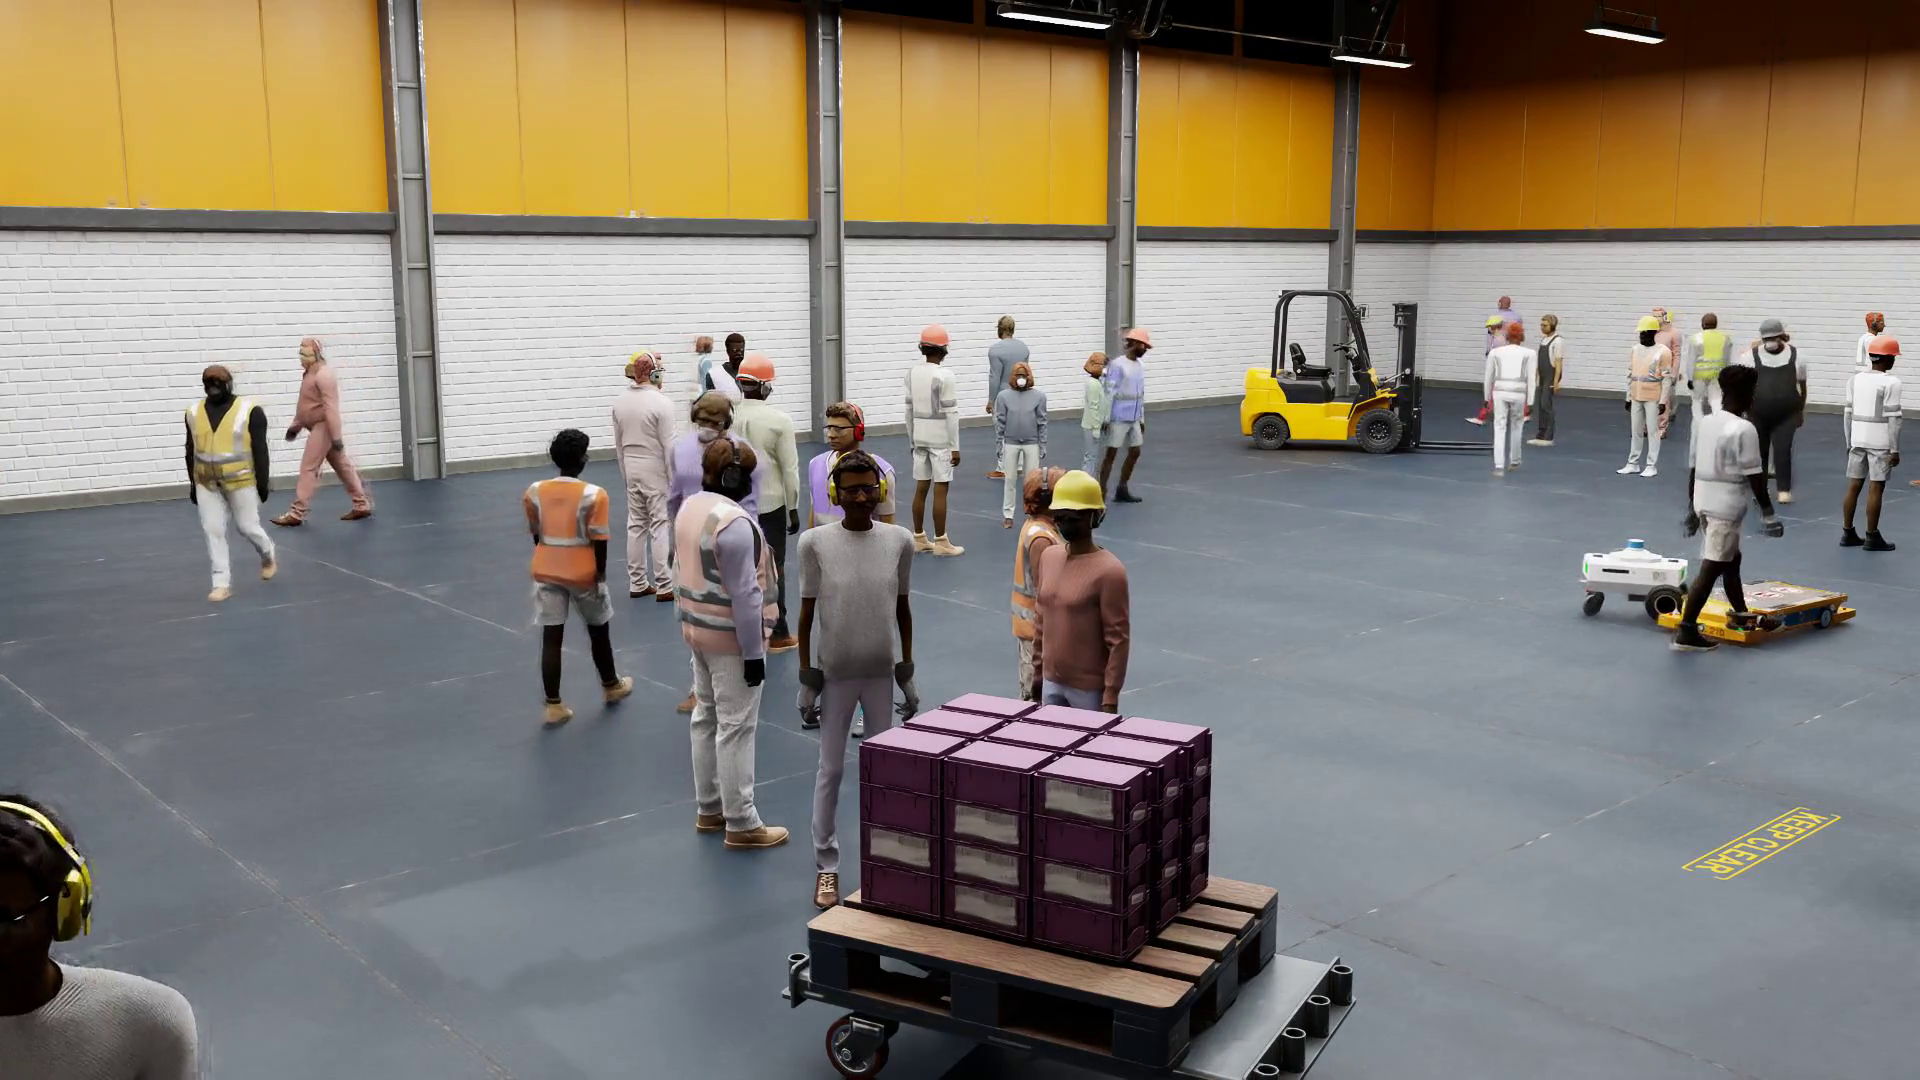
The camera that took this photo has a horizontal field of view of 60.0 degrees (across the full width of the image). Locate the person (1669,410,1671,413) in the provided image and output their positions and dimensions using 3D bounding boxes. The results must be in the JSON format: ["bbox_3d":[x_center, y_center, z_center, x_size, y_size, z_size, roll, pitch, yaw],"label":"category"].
[{"bbox_3d":[11.751,-2.968,27.922,0.318,1.697,0.535,-8,13,-41],"label":"person"}]

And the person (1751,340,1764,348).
[{"bbox_3d":[9.614,-1.584,19.998,0.311,1.636,0.521,5,11,25],"label":"person"}]

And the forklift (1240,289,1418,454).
[{"bbox_3d":[5.034,-2.339,22.783,2.313,2.155,1.214,3,10,16],"label":"forklift"}]

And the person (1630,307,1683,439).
[{"bbox_3d":[10.048,-2.409,24.040,0.403,1.906,0.651,-9,13,-42],"label":"person"}]

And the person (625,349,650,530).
[{"bbox_3d":[-3.070,-0.968,16.079,0.298,1.744,0.486,0,10,-3],"label":"person"}]

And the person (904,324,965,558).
[{"bbox_3d":[-0.214,-0.866,14.601,0.373,2.043,0.615,-9,13,-43],"label":"person"}]

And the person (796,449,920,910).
[{"bbox_3d":[-0.414,0.560,6.761,0.512,1.872,0.328,-3,10,-18],"label":"person"}]

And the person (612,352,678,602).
[{"bbox_3d":[-2.349,-0.480,12.742,0.643,1.909,0.410,7,12,36],"label":"person"}]

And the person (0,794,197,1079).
[{"bbox_3d":[-1.411,1.287,2.540,0.562,1.854,0.450,-2,10,-11],"label":"person"}]

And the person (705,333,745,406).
[{"bbox_3d":[-2.131,-1.000,15.756,0.597,1.915,0.372,-7,12,-34],"label":"person"}]

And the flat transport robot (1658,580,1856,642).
[{"bbox_3d":[5.688,0.491,11.838,1.431,0.197,0.652,-7,12,-34],"label":"flat transport robot"}]

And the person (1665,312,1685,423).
[{"bbox_3d":[11.062,-2.696,26.058,0.623,1.798,0.851,9,13,43],"label":"person"}]

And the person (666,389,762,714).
[{"bbox_3d":[-1.389,0.050,9.707,0.664,1.895,0.634,5,11,29],"label":"person"}]

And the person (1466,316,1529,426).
[{"bbox_3d":[8.406,-2.610,25.794,0.926,1.715,0.564,4,10,21],"label":"person"}]

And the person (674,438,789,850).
[{"bbox_3d":[-1.026,0.459,7.455,0.429,1.839,0.623,-6,11,-32],"label":"person"}]

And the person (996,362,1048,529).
[{"bbox_3d":[0.597,-0.912,16.101,0.504,1.628,0.279,1,10,5],"label":"person"}]

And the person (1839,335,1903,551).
[{"bbox_3d":[8.217,-0.872,14.945,0.356,1.936,0.551,-4,10,-20],"label":"person"}]

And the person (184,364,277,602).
[{"bbox_3d":[-5.664,-0.466,12.934,0.633,1.819,0.740,0,10,0],"label":"person"}]

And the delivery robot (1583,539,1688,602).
[{"bbox_3d":[4.954,0.238,12.215,0.707,0.478,0.477,4,11,24],"label":"delivery robot"}]

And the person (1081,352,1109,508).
[{"bbox_3d":[1.419,-1.157,17.505,0.285,1.632,0.499,1,10,5],"label":"person"}]

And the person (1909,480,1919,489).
[{"bbox_3d":[11.047,-1.517,18.738,0.371,1.933,0.627,2,10,14],"label":"person"}]

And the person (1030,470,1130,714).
[{"bbox_3d":[0.473,0.591,6.877,0.304,1.770,0.533,-7,12,-36],"label":"person"}]

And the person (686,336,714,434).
[{"bbox_3d":[-3.211,-1.816,21.426,0.797,1.604,0.509,-6,12,-33],"label":"person"}]

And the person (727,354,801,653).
[{"bbox_3d":[-1.345,-0.237,11.062,0.621,1.994,0.381,3,10,17],"label":"person"}]

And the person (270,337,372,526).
[{"bbox_3d":[-6.289,-1.065,16.341,0.965,1.849,0.655,-4,11,-24],"label":"person"}]

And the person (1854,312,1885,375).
[{"bbox_3d":[12.269,-2.126,22.453,0.356,1.883,0.573,3,10,16],"label":"person"}]

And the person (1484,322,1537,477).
[{"bbox_3d":[6.638,-1.704,20.107,0.607,1.825,1.000,4,11,24],"label":"person"}]

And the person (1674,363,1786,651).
[{"bbox_3d":[5.208,-0.209,11.105,0.863,1.925,0.614,0,10,-2],"label":"person"}]

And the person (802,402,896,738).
[{"bbox_3d":[-0.604,0.155,9.196,0.563,1.847,0.390,6,11,31],"label":"person"}]

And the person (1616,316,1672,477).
[{"bbox_3d":[8.213,-1.716,19.916,0.384,1.928,0.589,-5,11,-26],"label":"person"}]

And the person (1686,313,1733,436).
[{"bbox_3d":[10.802,-2.356,23.955,0.644,1.825,0.725,1,10,5],"label":"person"}]

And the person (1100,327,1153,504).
[{"bbox_3d":[1.696,-1.291,17.591,0.746,1.896,0.447,-9,13,-44],"label":"person"}]

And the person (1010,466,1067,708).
[{"bbox_3d":[0.398,0.461,8.008,0.310,1.642,0.514,0,10,-3],"label":"person"}]

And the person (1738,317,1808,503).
[{"bbox_3d":[8.630,-1.400,17.736,0.706,2.000,0.662,4,11,24],"label":"person"}]

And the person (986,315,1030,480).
[{"bbox_3d":[0.549,-1.677,19.659,0.373,1.940,0.628,9,13,43],"label":"person"}]

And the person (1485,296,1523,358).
[{"bbox_3d":[10.010,-3.542,30.674,0.652,1.904,0.403,0,10,-3],"label":"person"}]

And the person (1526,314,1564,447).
[{"bbox_3d":[8.133,-2.214,23.110,0.406,1.841,0.523,-1,10,-4],"label":"person"}]

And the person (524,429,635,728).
[{"bbox_3d":[-2.182,0.191,9.501,0.541,1.666,0.758,2,10,11],"label":"person"}]

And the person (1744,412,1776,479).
[{"bbox_3d":[9.350,-1.484,19.511,0.794,1.605,0.501,-1,10,-4],"label":"person"}]
